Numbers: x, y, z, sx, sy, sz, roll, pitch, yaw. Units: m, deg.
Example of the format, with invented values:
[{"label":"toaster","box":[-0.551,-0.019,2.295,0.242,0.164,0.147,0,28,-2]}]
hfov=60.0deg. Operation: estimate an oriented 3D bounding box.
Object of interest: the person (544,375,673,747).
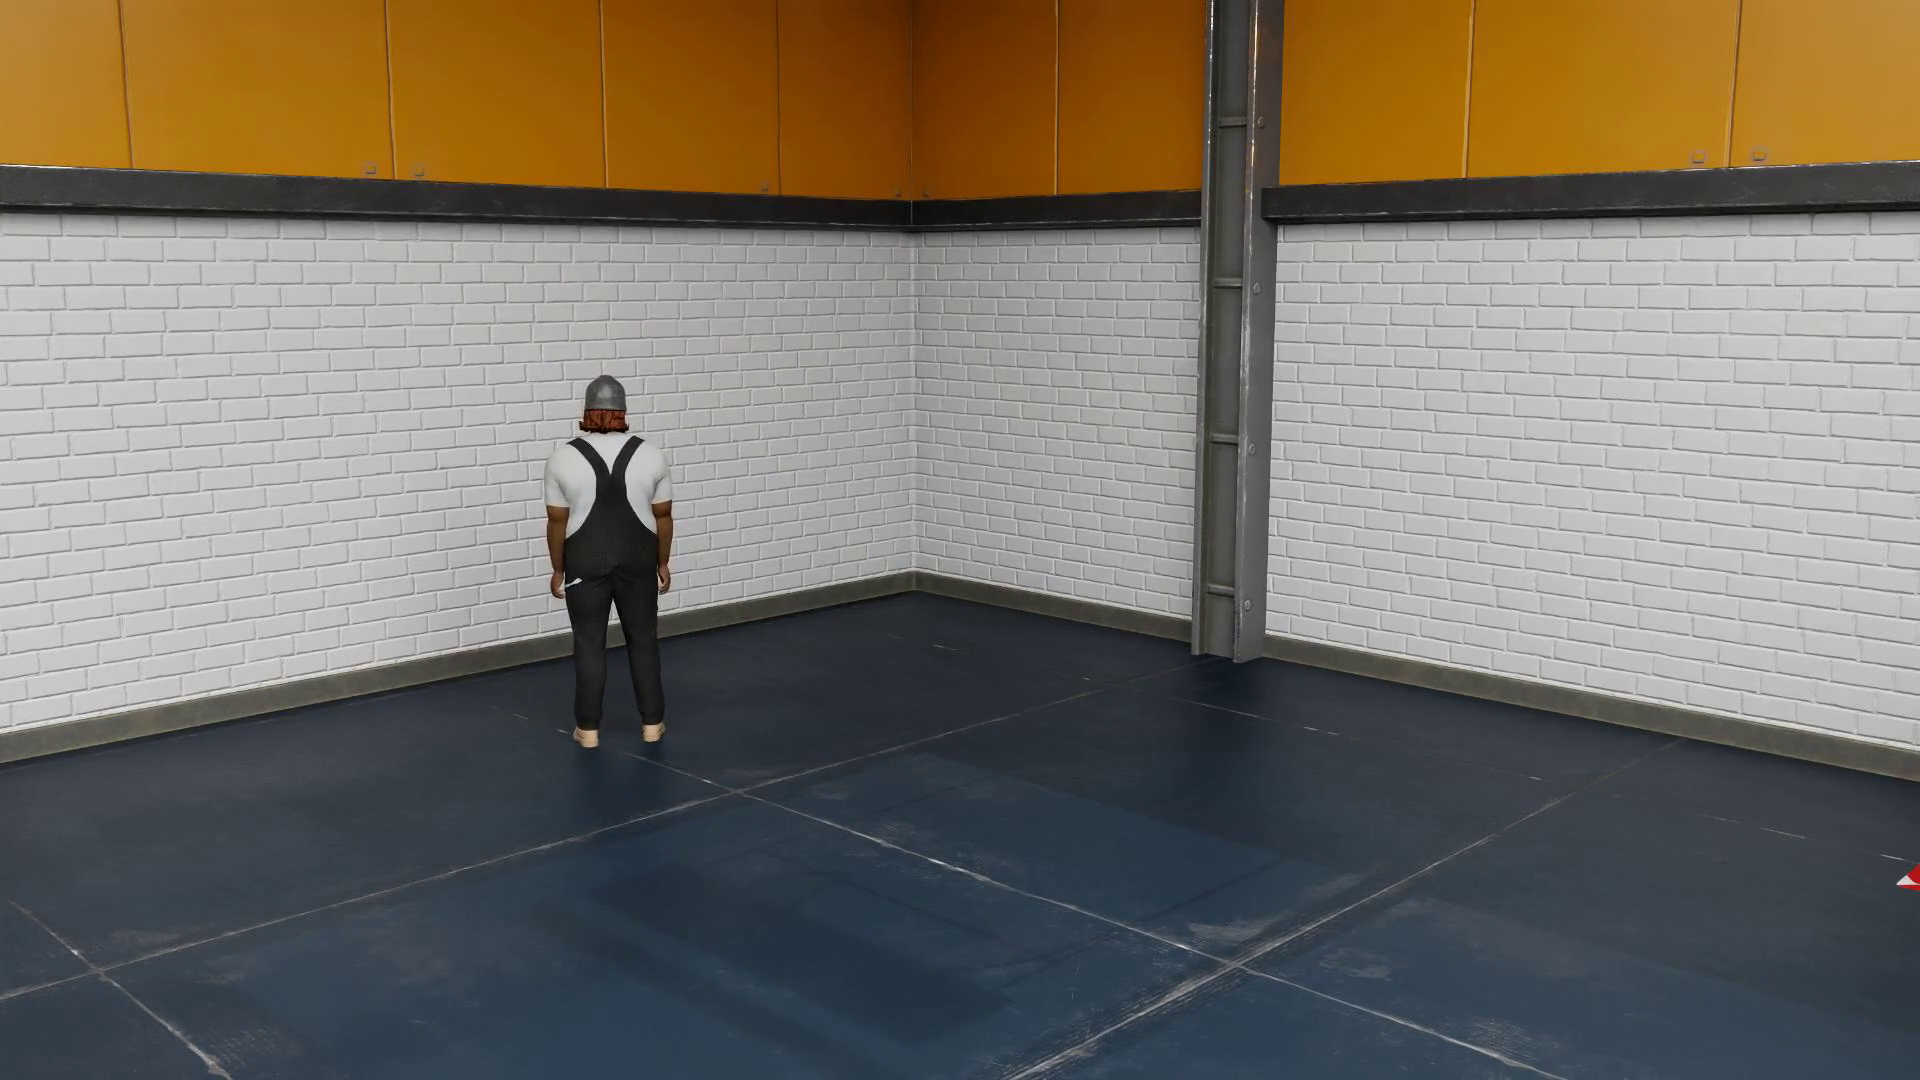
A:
[{"label":"person","box":[-1.931,0.107,9.155,0.688,2.000,0.535,-3,10,-18]}]
